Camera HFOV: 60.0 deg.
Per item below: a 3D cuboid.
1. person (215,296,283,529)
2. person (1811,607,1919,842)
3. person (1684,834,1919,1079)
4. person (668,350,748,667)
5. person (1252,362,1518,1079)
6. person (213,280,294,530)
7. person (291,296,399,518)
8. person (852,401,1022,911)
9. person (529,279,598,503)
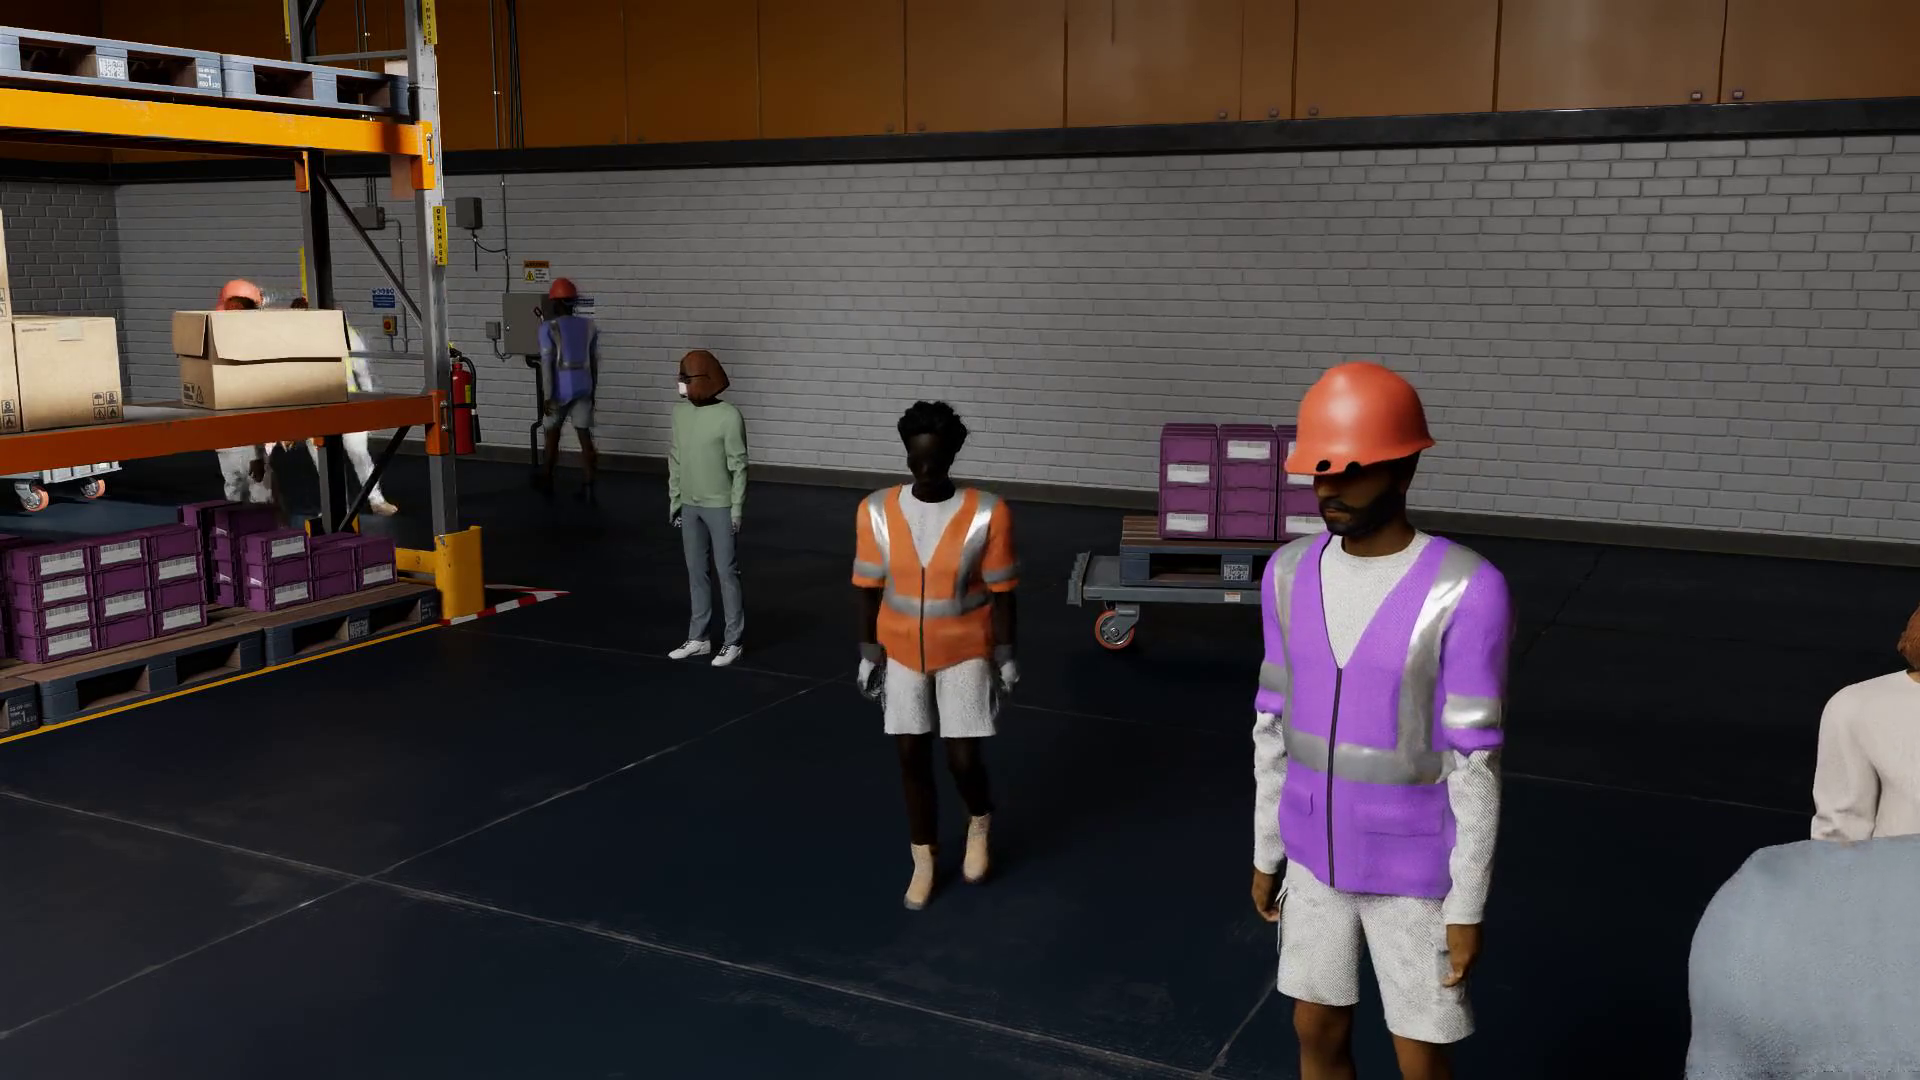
[{"bbox_3d":[-4.435,-0.577,10.353,0.418,1.860,0.734,-9,14,-43],"label":"person"},{"bbox_3d":[1.828,0.794,3.084,0.493,1.624,0.281,3,10,18],"label":"person"},{"bbox_3d":[0.940,0.924,1.483,0.653,1.919,0.741,4,11,21],"label":"person"},{"bbox_3d":[-1.312,-0.163,8.598,0.505,1.631,0.281,7,12,35],"label":"person"},{"bbox_3d":[0.783,0.618,3.253,0.398,1.925,0.543,-9,13,-43],"label":"person"},{"bbox_3d":[-4.741,-0.743,11.091,0.738,1.941,0.660,-1,10,-3],"label":"person"},{"bbox_3d":[-4.943,-1.036,13.195,0.791,1.798,0.432,-1,10,-6],"label":"person"},{"bbox_3d":[-0.079,0.377,5.364,0.542,1.675,0.396,2,10,14],"label":"person"},{"bbox_3d":[-3.413,-1.286,14.324,0.573,1.894,0.960,-8,13,-39],"label":"person"}]
